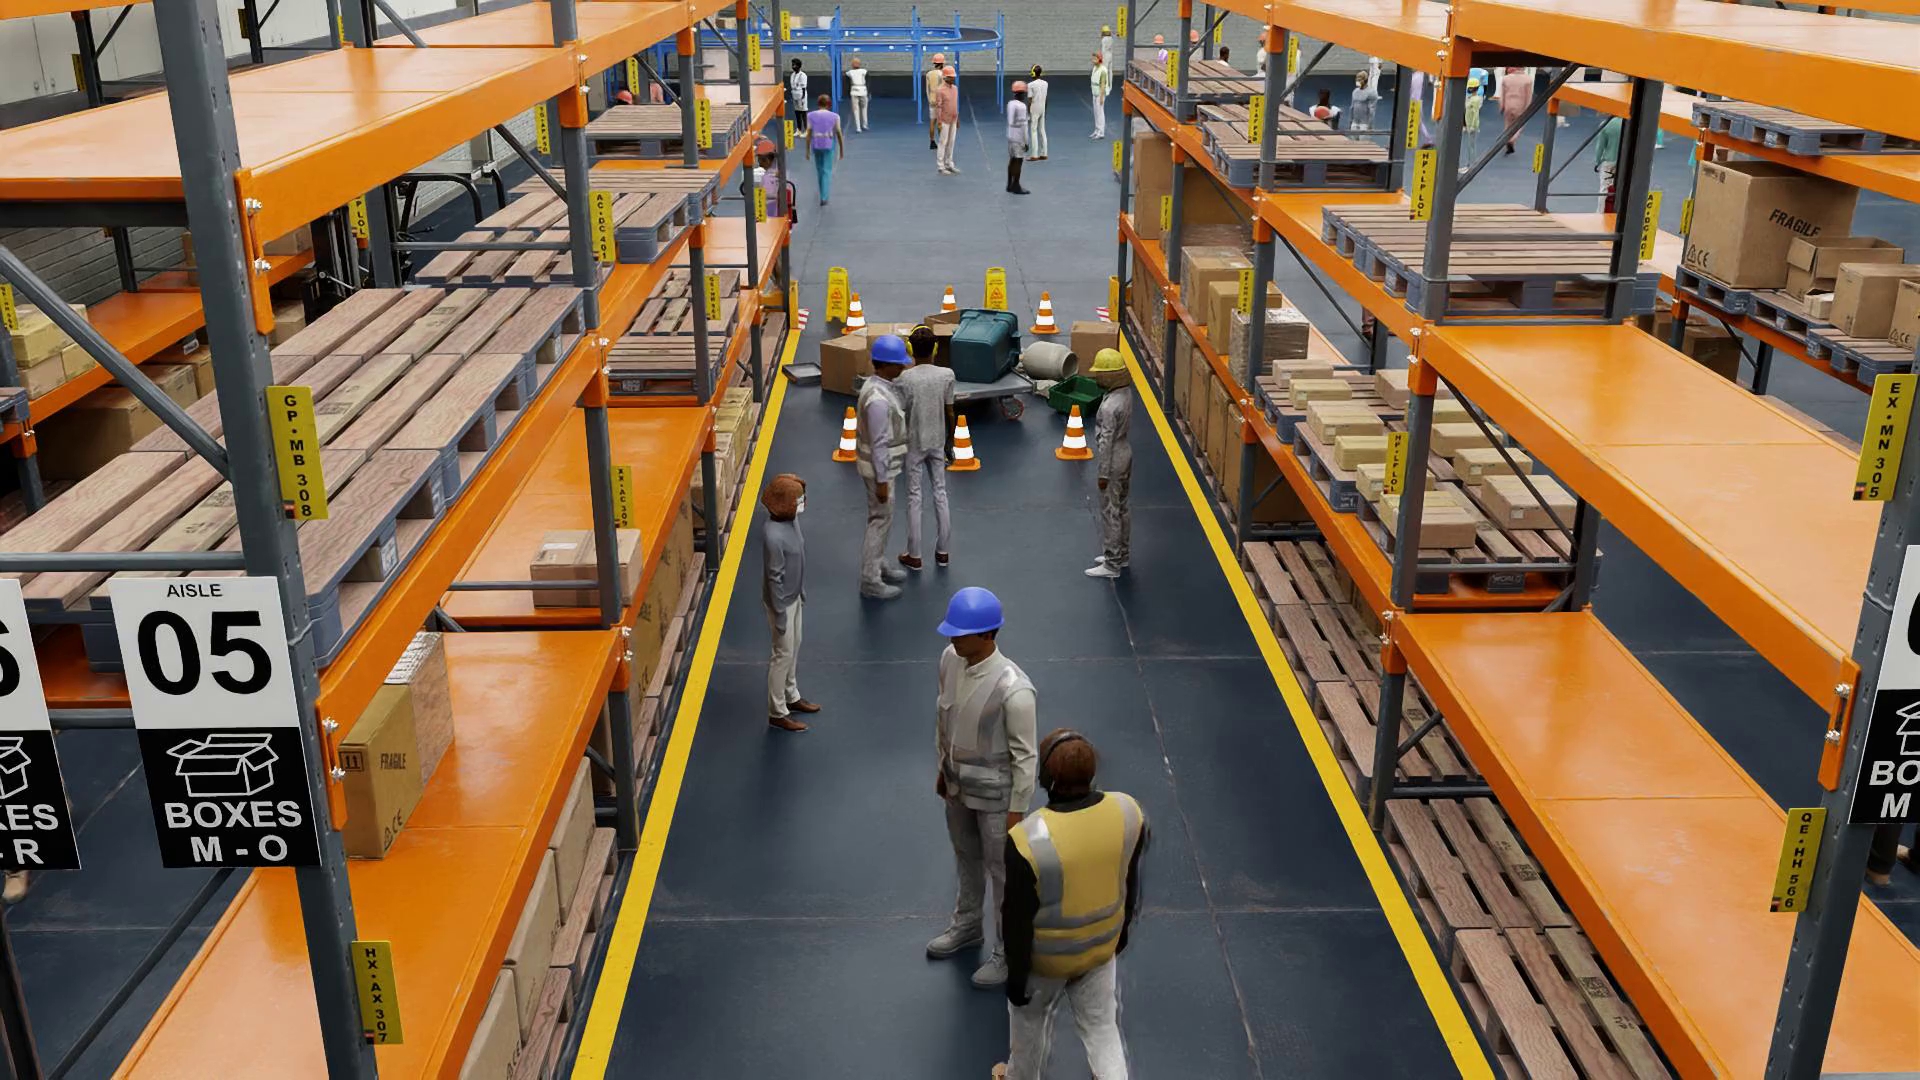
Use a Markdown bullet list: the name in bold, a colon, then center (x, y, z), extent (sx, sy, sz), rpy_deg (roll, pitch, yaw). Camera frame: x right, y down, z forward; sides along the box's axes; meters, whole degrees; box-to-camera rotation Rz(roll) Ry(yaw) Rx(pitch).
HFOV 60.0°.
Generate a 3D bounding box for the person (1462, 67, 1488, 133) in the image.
- **person**: center (11.507, -9.954, 37.155), extent (0.530, 1.689, 0.322), rpy_deg (13, 24, 31)

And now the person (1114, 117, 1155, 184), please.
- **person**: center (3.165, -7.170, 29.478), extent (0.704, 1.927, 0.630), rpy_deg (-7, 22, -18)

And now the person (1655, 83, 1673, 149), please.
- **person**: center (14.591, -9.109, 34.850), extent (0.546, 1.733, 0.777), rpy_deg (-9, 22, -22)

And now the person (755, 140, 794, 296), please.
- **person**: center (-2.381, -4.015, 20.990), extent (0.470, 2.019, 0.627), rpy_deg (1, 21, 3)

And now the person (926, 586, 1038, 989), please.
- **person**: center (0.091, 1.111, 7.545), extent (0.406, 1.946, 0.608), rpy_deg (-15, 26, -35)

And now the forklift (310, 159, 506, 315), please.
- **forklift**: center (-5.622, -2.910, 17.832), extent (2.313, 2.155, 1.214), rpy_deg (-1, 21, -1)

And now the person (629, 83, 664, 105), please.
- **person**: center (-6.030, -8.155, 32.131), extent (0.691, 1.879, 0.631), rpy_deg (-2, 21, -6)

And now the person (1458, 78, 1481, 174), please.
- **person**: center (9.629, -7.816, 31.397), extent (0.330, 1.765, 0.533), rpy_deg (3, 21, 7)

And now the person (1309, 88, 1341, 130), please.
- **person**: center (6.132, -6.730, 28.351), extent (0.589, 1.885, 0.801), rpy_deg (13, 24, 30)

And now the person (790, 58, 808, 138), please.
- **person**: center (-3.529, -9.682, 36.438), extent (0.320, 1.690, 0.535), rpy_deg (-16, 26, -36)

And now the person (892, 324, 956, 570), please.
- **person**: center (-0.274, -0.691, 12.418), extent (0.507, 1.872, 0.329), rpy_deg (-7, 22, -19)

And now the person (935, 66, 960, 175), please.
- **person**: center (-0.216, -7.879, 31.242), extent (0.389, 1.992, 0.625), rpy_deg (15, 25, 35)

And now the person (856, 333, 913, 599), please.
- **person**: center (-0.537, -0.532, 11.906), extent (0.416, 1.936, 0.612), rpy_deg (0, 21, 0)

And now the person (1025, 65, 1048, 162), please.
- **person**: center (1.523, -8.452, 32.955), extent (0.506, 1.861, 0.328), rpy_deg (-17, 26, -37)

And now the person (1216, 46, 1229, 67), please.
- **person**: center (5.728, -9.909, 36.733), extent (0.402, 1.910, 0.598), rpy_deg (-8, 22, -20)

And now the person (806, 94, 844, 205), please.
- **person**: center (-2.275, -6.650, 28.264), extent (0.595, 1.791, 0.960), rpy_deg (3, 21, 8)

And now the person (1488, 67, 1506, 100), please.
- **person**: center (14.166, -12.528, 43.610), extent (0.373, 1.940, 0.629), rpy_deg (14, 25, 33)

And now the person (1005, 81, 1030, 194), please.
- **person**: center (1.000, -7.020, 29.082), extent (0.366, 1.917, 0.592), rpy_deg (-11, 23, -27)

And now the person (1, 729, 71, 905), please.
- **person**: center (-4.813, 0.781, 8.313), extent (0.627, 2.030, 0.686), rpy_deg (-5, 21, -14)

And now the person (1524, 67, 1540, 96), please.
- **person**: center (15.380, -12.852, 44.725), extent (0.343, 1.747, 0.570), rpy_deg (-13, 25, -31)

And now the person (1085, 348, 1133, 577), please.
- **person**: center (1.102, -0.567, 12.288), extent (0.323, 1.734, 0.488), rpy_deg (8, 22, 20)

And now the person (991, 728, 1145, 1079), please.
- **person**: center (0.443, 1.584, 6.498), extent (0.632, 1.814, 0.843), rpy_deg (-11, 23, -26)

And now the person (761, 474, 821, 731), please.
- **person**: center (-1.031, 0.368, 9.963), extent (0.297, 1.622, 0.509), rpy_deg (3, 21, 7)

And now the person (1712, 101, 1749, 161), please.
- **person**: center (11.605, -5.585, 25.117), extent (0.535, 2.000, 0.687), rpy_deg (12, 24, 28)

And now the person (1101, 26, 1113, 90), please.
- **person**: center (4.023, -13.302, 45.935), extent (0.312, 1.738, 0.483), rpy_deg (15, 25, 35)

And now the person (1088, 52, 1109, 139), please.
- **person**: center (3.031, -9.656, 36.164), extent (0.395, 1.836, 0.561), rpy_deg (-5, 21, -13)

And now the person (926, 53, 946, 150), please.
- **person**: center (-0.443, -9.097, 34.541), extent (0.542, 1.939, 0.364), rpy_deg (17, 26, 37)

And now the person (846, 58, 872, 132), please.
- **person**: center (-2.265, -10.024, 37.471), extent (0.567, 1.584, 0.860), rpy_deg (-1, 21, -1)

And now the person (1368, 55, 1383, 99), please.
- **person**: center (10.978, -12.624, 43.848), extent (0.380, 1.950, 0.605), rpy_deg (-3, 21, -8)

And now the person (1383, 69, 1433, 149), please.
- **person**: center (9.408, -9.031, 34.485), extent (0.991, 1.861, 0.642), rpy_deg (7, 22, 18)

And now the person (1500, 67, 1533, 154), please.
- **person**: center (11.277, -8.802, 33.823), extent (0.658, 1.891, 0.519), rpy_deg (15, 25, 35)

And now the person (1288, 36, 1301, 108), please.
- **person**: center (7.957, -11.136, 40.034), extent (0.607, 1.893, 0.468), rpy_deg (-14, 25, -32)

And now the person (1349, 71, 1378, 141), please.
- **person**: center (7.460, -7.724, 30.935), extent (0.383, 1.928, 0.635), rpy_deg (-11, 23, -26)

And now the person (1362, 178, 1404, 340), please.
- **person**: center (4.913, -3.261, 19.169), extent (0.406, 1.902, 0.636), rpy_deg (17, 27, 38)
